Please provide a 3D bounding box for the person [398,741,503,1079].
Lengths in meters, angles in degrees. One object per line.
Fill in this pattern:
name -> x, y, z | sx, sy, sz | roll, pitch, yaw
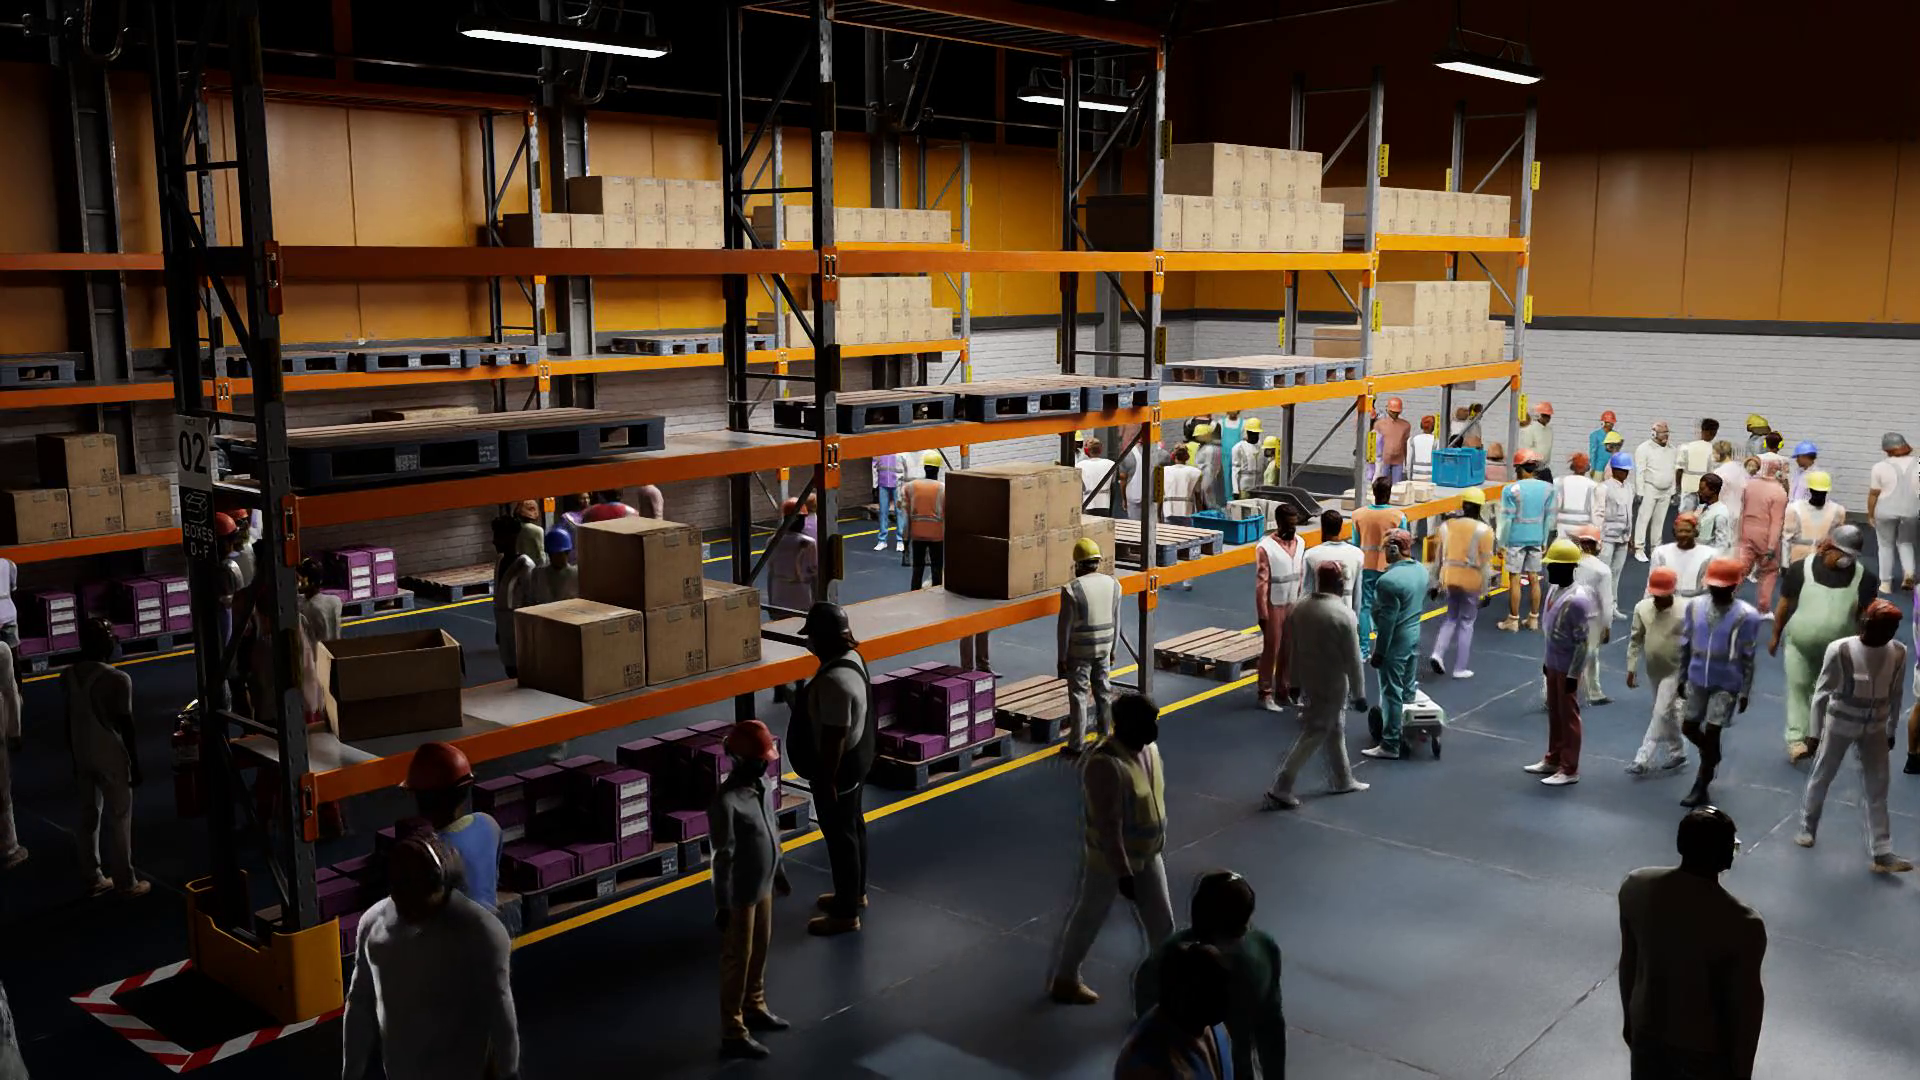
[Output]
person -> -2.191, 1.861, 7.167 | 0.392, 2.041, 0.615 | 2, 10, 9

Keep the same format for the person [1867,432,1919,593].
person -> 11.471, -0.352, 20.389 | 0.705, 2.000, 0.544 | 2, 10, 14

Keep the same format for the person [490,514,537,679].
person -> -3.751, 0.749, 14.031 | 0.364, 1.964, 0.612 | -8, 13, -41

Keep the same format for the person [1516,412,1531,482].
person -> 9.130, -1.271, 27.085 | 0.282, 1.633, 0.499 | -3, 10, -17

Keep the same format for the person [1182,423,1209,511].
person -> 3.490, -0.894, 24.742 | 0.548, 1.670, 0.434 | -1, 10, -6

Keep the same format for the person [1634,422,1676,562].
person -> 9.464, -0.655, 22.593 | 0.639, 1.910, 0.407 | -3, 10, -19

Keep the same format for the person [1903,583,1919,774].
person -> 7.688, 0.935, 13.013 | 0.358, 1.938, 0.542 | -1, 10, -6

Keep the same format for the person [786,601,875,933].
person -> -0.795, 1.356, 10.187 | 0.536, 2.000, 0.683 | 1, 10, 4

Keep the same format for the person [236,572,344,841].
person -> -4.773, 1.166, 11.533 | 0.899, 1.954, 0.634 | -4, 10, -24

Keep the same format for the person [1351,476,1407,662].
person -> 4.224, 0.312, 16.784 | 0.593, 1.920, 0.391 | 7, 12, 35

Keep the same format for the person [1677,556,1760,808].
person -> 5.668, 1.041, 12.459 | 0.596, 1.908, 0.581 | -8, 13, -41

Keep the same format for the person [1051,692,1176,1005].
person -> 0.908, 1.696, 8.932 | 0.977, 1.793, 0.625 | 8, 12, 39

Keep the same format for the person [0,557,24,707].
person -> -8.704, 0.726, 14.974 | 0.317, 1.696, 0.538 | 2, 10, 10

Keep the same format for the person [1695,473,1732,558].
person -> 7.703, 0.267, 17.053 | 0.379, 1.917, 0.591 | 2, 10, 10

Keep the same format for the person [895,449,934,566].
person -> -0.587, -0.598, 22.201 | 0.546, 1.929, 0.388 | -1, 10, -7

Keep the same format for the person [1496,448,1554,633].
person -> 6.176, 0.005, 18.260 | 0.607, 2.040, 0.378 | -3, 10, -15

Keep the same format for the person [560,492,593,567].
person -> -4.091, 0.235, 18.065 | 0.514, 1.645, 0.308 | -8, 13, -41

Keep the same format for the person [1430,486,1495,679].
person -> 4.896, 0.425, 16.200 | 0.544, 1.897, 0.593 | -9, 13, -42

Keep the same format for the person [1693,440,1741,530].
person -> 9.168, -0.265, 20.226 | 0.548, 1.919, 0.647 | 7, 12, 34

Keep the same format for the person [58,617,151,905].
person -> -5.427, 1.398, 10.544 | 0.503, 1.839, 0.341 | 2, 10, 14

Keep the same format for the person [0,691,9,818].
person -> -5.949, 1.454, 9.827 | 0.642, 1.964, 0.525 | -1, 10, -6

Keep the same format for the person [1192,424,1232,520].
person -> 3.668, -0.869, 24.500 | 0.828, 1.706, 0.491 | -3, 10, -16

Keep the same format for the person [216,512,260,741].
person -> -5.999, 0.779, 13.676 | 0.416, 2.034, 0.603 | -2, 10, -10

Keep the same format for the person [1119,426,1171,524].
person -> 2.427, -0.548, 21.554 | 0.686, 2.000, 0.535 | 4, 10, 22

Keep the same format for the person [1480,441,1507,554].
person -> 7.292, -0.534, 22.720 | 0.516, 1.615, 0.565 | 2, 10, 12

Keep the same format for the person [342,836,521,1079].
person -> -2.112, 2.061, 6.542 | 0.678, 1.849, 0.994 | 3, 10, 17

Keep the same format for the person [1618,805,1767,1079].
person -> 2.908, 2.002, 6.683 | 0.367, 1.932, 0.623 | -6, 11, -33

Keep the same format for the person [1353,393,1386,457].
person -> 6.891, -1.580, 28.059 | 0.368, 1.927, 0.587 | -9, 13, -43

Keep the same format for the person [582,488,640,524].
person -> -3.593, 0.262, 17.341 | 0.644, 1.825, 0.470 | 0, 10, 1

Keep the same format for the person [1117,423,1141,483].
person -> 3.136, -1.979, 30.510 | 0.652, 1.904, 0.403 | -6, 11, -32

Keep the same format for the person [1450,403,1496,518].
person -> 8.171, -1.291, 26.617 | 0.938, 1.836, 0.512 | 6, 11, 32

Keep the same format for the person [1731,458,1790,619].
person -> 9.017, -0.005, 18.861 | 0.703, 1.871, 0.665 | -2, 10, -15

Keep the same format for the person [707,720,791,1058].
person -> -1.077, 1.773, 8.580 | 0.340, 1.744, 0.575 | 3, 10, 17

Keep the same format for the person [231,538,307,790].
person -> -5.282, 0.950, 12.835 | 0.609, 1.964, 0.367 | -8, 12, -40

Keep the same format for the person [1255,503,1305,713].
person -> 2.890, 0.601, 15.096 | 0.602, 1.909, 0.383 | -8, 12, -39

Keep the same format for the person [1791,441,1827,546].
person -> 10.248, -0.236, 20.112 | 0.578, 1.914, 0.692 | 0, 10, -2

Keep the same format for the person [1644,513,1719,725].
person -> 6.343, 0.694, 14.710 | 0.597, 1.844, 0.894 | 6, 11, 34

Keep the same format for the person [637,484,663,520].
person -> -3.652, -0.098, 19.734 | 0.353, 1.753, 0.530 | -8, 12, -38

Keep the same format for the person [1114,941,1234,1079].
person -> 0.739, 2.227, 5.651 | 0.430, 1.830, 0.637 | 5, 11, 28

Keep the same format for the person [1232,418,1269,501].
person -> 4.047, -0.748, 23.137 | 0.584, 1.918, 0.399 | -5, 11, -27
